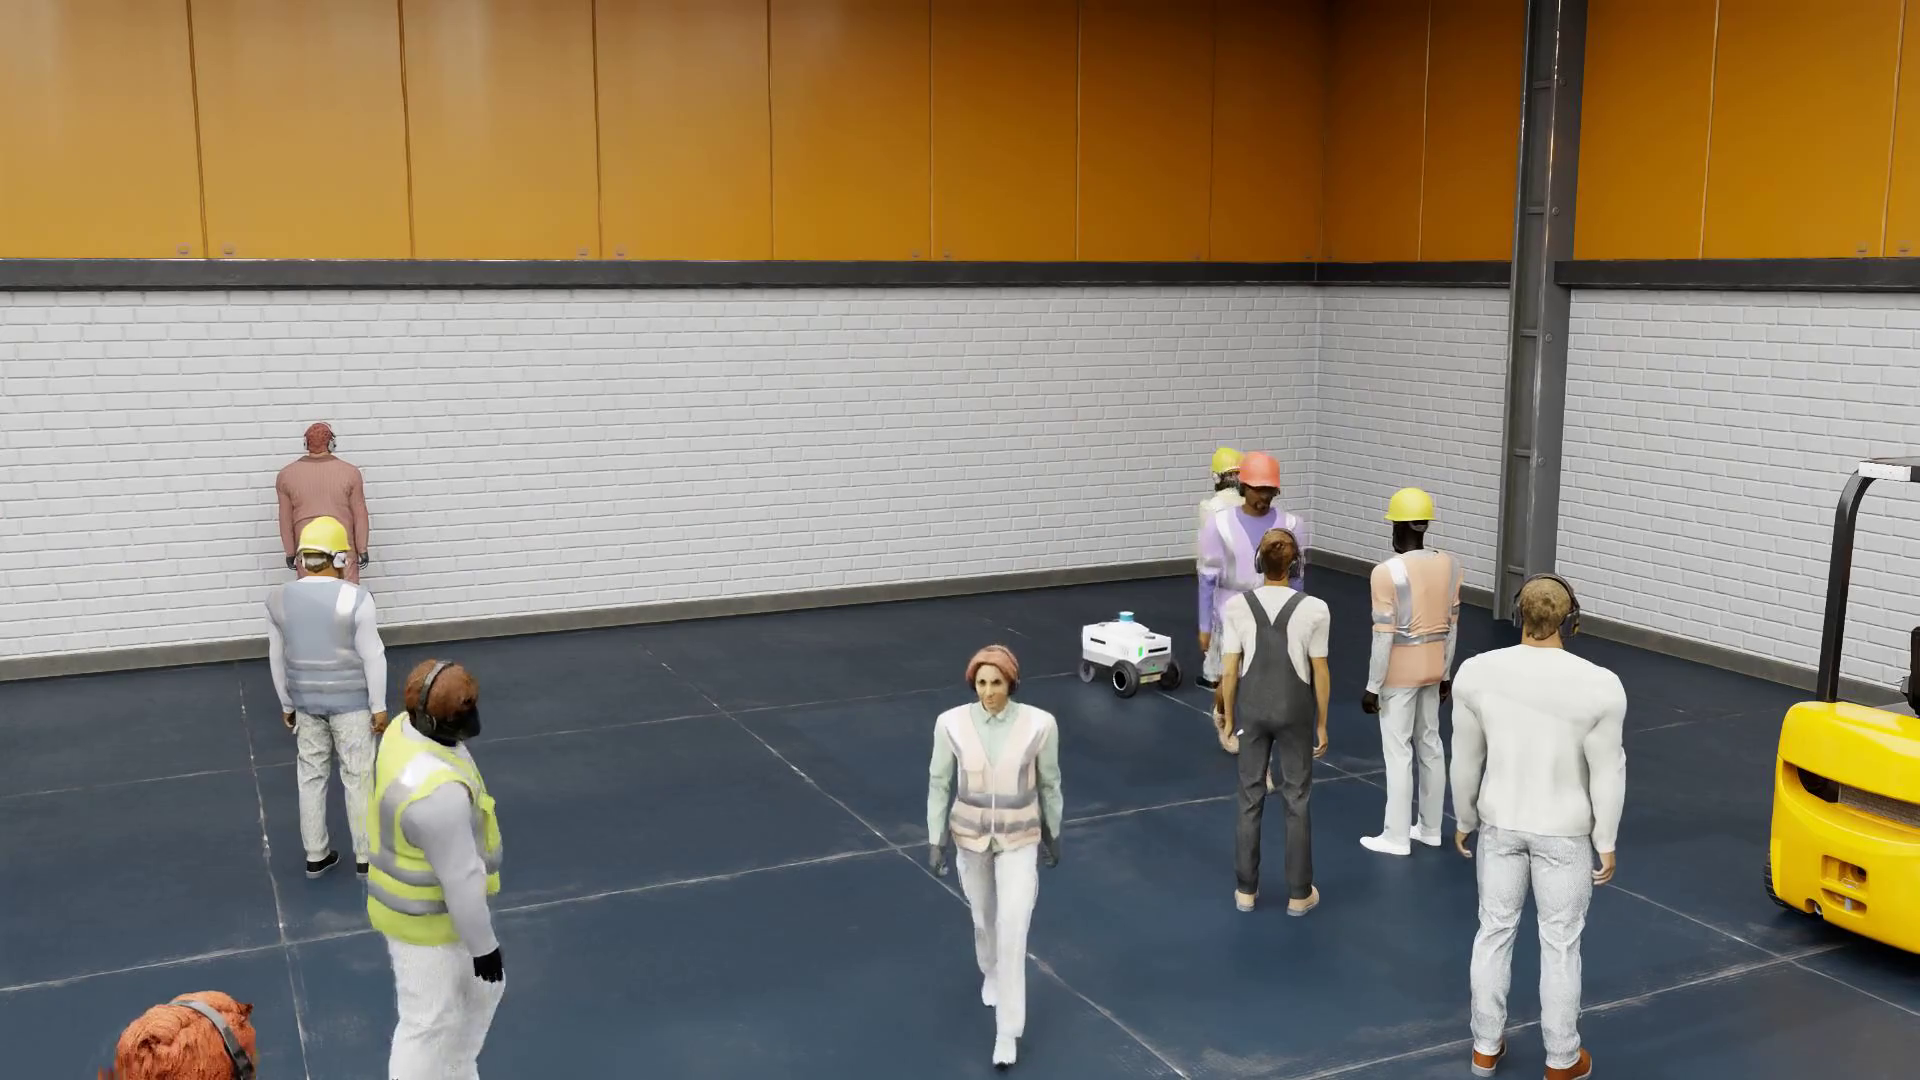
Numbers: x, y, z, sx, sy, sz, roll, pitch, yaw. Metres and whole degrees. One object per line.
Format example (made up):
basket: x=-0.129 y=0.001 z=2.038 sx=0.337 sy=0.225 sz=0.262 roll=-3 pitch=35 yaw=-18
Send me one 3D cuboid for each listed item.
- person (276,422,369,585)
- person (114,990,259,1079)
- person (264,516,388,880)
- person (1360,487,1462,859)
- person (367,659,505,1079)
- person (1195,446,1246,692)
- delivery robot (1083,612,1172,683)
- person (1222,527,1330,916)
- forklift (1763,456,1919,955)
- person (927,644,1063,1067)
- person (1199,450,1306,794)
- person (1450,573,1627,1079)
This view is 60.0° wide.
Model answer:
person: x=-4.813 y=0.055 z=12.643 sx=0.641 sy=1.908 sz=0.407 roll=-2 pitch=9 yaw=-10
person: x=-1.259 y=1.673 z=2.768 sx=0.583 sy=1.860 sz=0.884 roll=4 pitch=10 yaw=25
person: x=-3.123 y=0.792 z=8.307 sx=0.586 sy=1.831 sz=0.403 roll=1 pitch=9 yaw=8
person: x=2.325 y=0.686 z=8.664 sx=0.594 sy=1.924 sz=0.381 roll=-5 pitch=11 yaw=-30
person: x=-1.730 y=1.255 z=5.572 sx=0.511 sy=1.798 sz=0.713 roll=-3 pitch=10 yaw=-17
person: x=1.964 y=0.246 z=11.794 sx=0.598 sy=1.807 sz=0.766 roll=-4 pitch=10 yaw=-23
delivery robot: x=1.211 y=0.767 z=12.119 sx=0.477 sy=0.478 sz=0.707 roll=-6 pitch=11 yaw=-34
person: x=1.488 y=0.856 z=7.860 sx=0.505 sy=1.847 sz=0.347 roll=3 pitch=10 yaw=20
forklift: x=4.857 y=0.731 z=7.561 sx=2.313 sy=2.155 sz=1.214 roll=-4 pitch=10 yaw=-25
person: x=0.135 y=1.189 z=6.593 sx=0.527 sy=1.580 sz=0.881 roll=1 pitch=9 yaw=9
person: x=1.731 y=0.440 z=9.949 sx=0.639 sy=2.019 sz=0.843 roll=0 pitch=9 yaw=0
person: x=2.137 y=1.079 z=6.193 sx=0.628 sy=1.940 sz=0.373 roll=6 pitch=11 yaw=31
